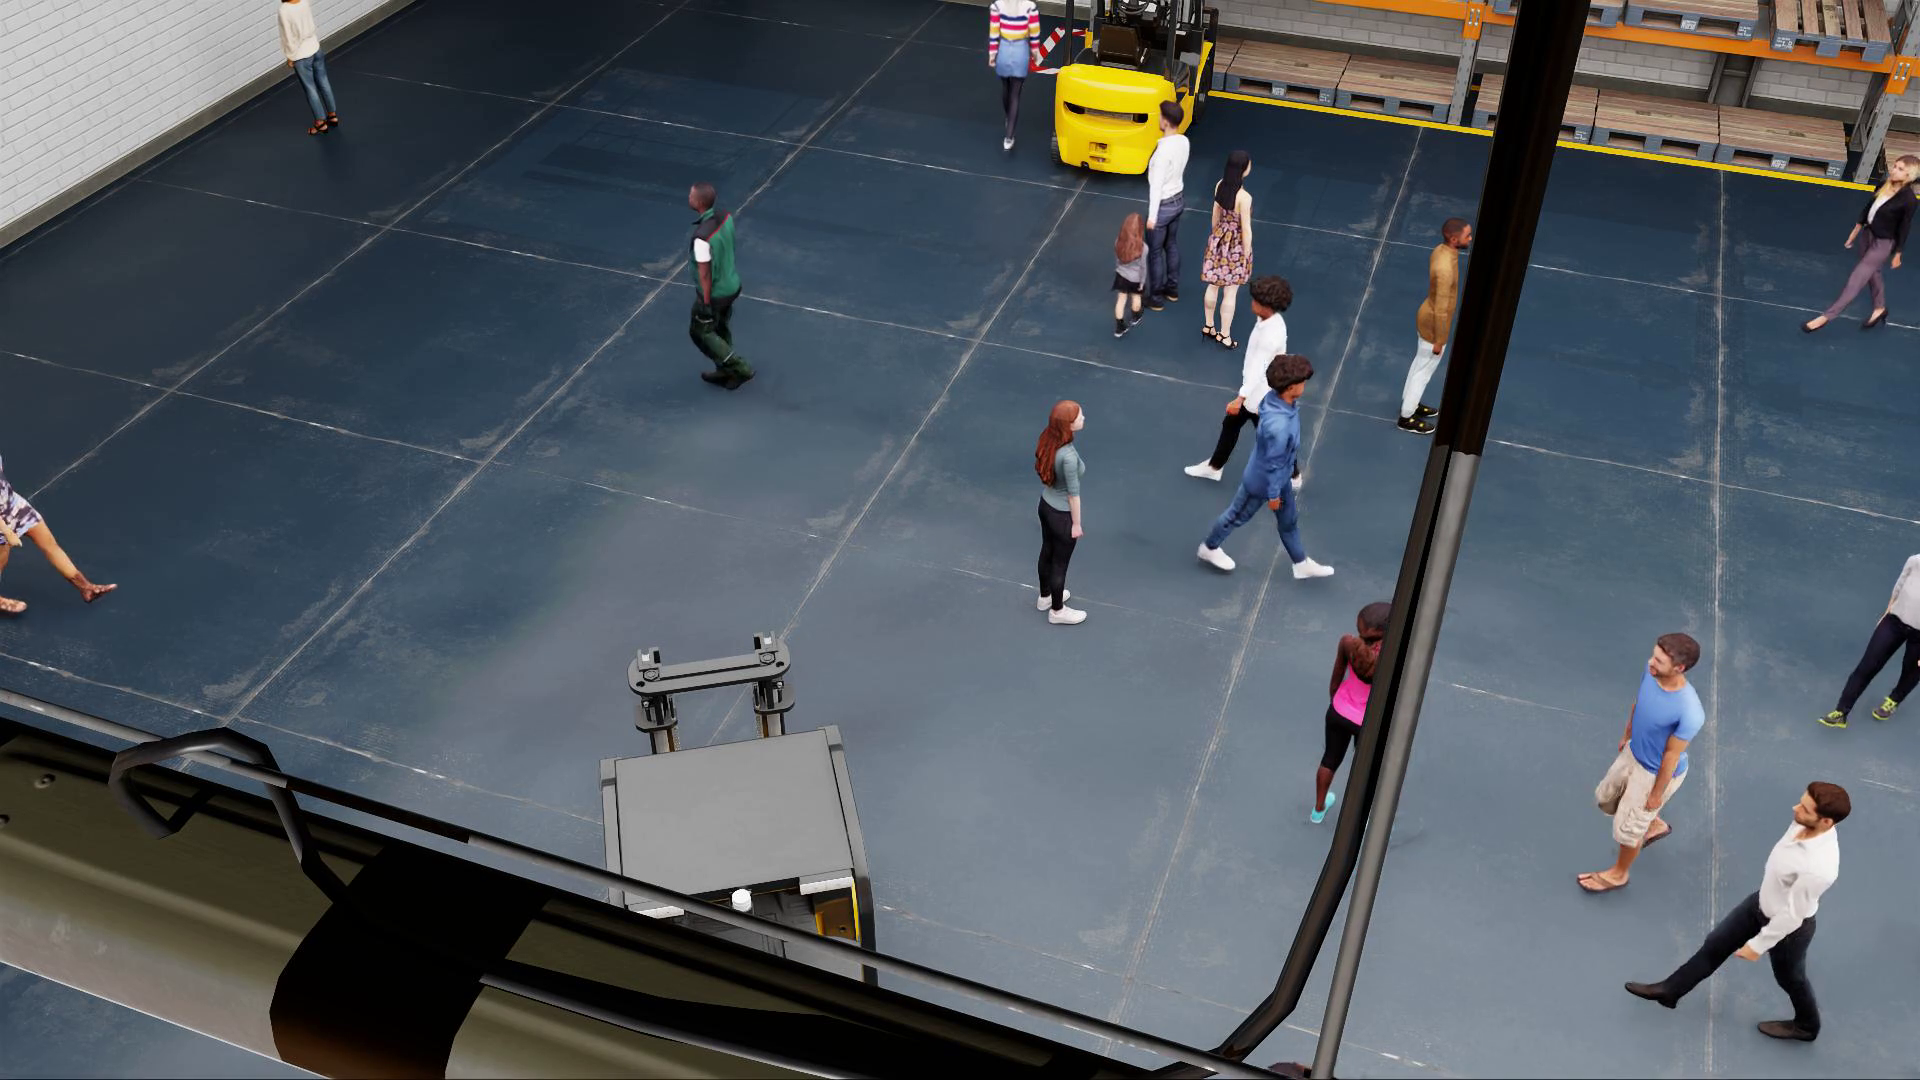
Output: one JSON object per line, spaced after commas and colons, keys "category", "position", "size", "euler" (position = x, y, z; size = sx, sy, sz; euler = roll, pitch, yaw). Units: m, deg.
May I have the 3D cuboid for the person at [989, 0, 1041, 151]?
{"category": "person", "position": [0.527, -4.812, 16.783], "size": [1.121, 1.766, 0.842], "euler": [7, 39, 8]}

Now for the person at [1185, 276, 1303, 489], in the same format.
{"category": "person", "position": [2.267, -1.072, 12.096], "size": [1.178, 1.770, 0.838], "euler": [2, 39, 3]}

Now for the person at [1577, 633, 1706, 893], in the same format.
{"category": "person", "position": [3.893, 1.218, 9.169], "size": [0.972, 1.844, 0.870], "euler": [-8, 39, -10]}

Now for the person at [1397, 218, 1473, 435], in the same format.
{"category": "person", "position": [3.642, -1.666, 12.803], "size": [0.611, 1.817, 0.654], "euler": [6, 39, 7]}

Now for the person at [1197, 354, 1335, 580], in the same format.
{"category": "person", "position": [2.011, -0.457, 11.339], "size": [1.178, 1.753, 0.695], "euler": [13, 40, 16]}

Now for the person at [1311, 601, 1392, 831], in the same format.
{"category": "person", "position": [2.271, 1.023, 9.510], "size": [0.595, 1.724, 0.696], "euler": [29, 47, 31]}

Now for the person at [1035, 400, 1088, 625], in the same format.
{"category": "person", "position": [0.659, -0.183, 11.005], "size": [0.719, 1.743, 0.668], "euler": [-14, 41, -17]}

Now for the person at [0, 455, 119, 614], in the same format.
{"category": "person", "position": [-6.437, -0.155, 11.017], "size": [1.205, 1.683, 0.943], "euler": [-3, 39, -4]}

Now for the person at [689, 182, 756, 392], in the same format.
{"category": "person", "position": [-1.860, -1.966, 13.172], "size": [0.763, 1.825, 0.683], "euler": [14, 41, 17]}

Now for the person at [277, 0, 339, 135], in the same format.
{"category": "person", "position": [-6.730, -5.014, 17.102], "size": [0.538, 1.683, 0.613], "euler": [15, 41, 17]}

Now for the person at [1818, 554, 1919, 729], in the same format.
{"category": "person", "position": [5.944, 0.530, 10.287], "size": [0.942, 1.524, 0.963], "euler": [-25, 45, -27]}

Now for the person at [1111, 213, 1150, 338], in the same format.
{"category": "person", "position": [1.412, -2.226, 14.087], "size": [0.615, 1.089, 0.587], "euler": [19, 42, 22]}

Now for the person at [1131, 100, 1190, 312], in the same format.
{"category": "person", "position": [1.772, -2.854, 14.256], "size": [0.663, 1.860, 0.675], "euler": [24, 44, 27]}

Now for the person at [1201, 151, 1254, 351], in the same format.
{"category": "person", "position": [2.226, -2.395, 13.749], "size": [0.862, 1.774, 0.789], "euler": [-23, 44, -26]}

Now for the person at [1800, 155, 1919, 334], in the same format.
{"category": "person", "position": [7.734, -2.432, 13.916], "size": [1.142, 1.624, 0.950], "euler": [-6, 39, -8]}

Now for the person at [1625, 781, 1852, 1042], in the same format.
{"category": "person", "position": [4.184, 1.922, 8.303], "size": [1.241, 1.825, 0.807], "euler": [7, 39, 8]}
